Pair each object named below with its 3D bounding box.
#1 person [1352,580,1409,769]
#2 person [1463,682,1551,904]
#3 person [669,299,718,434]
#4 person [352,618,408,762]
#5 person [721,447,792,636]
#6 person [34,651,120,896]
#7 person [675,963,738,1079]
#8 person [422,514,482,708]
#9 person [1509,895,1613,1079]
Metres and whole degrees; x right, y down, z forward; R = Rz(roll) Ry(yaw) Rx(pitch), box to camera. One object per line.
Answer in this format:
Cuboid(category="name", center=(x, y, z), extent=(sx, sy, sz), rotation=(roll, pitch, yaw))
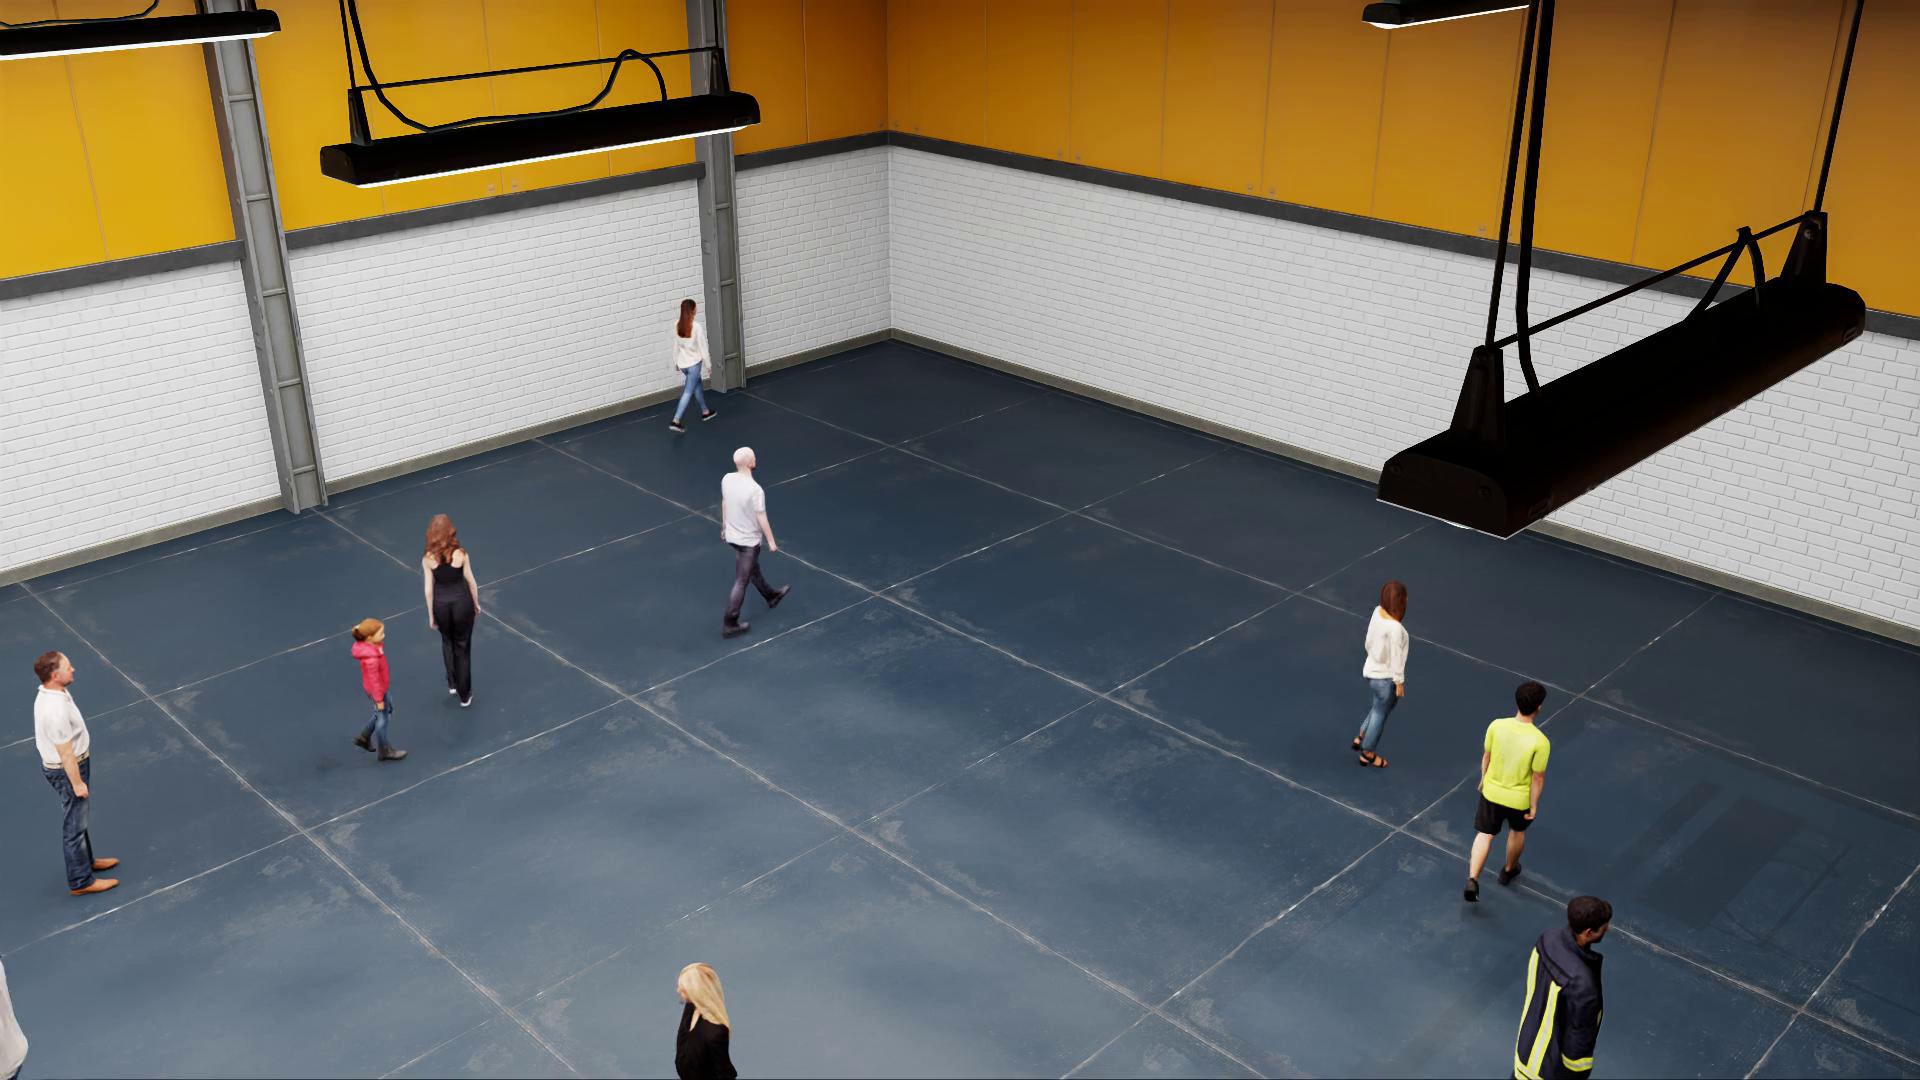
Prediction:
Cuboid(category="person", center=(3.318, 1.088, 13.374), extent=(0.799, 1.669, 0.751), rotation=(-2, 24, -5))
Cuboid(category="person", center=(3.837, 1.802, 11.718), extent=(0.755, 1.686, 1.075), rotation=(15, 28, 30))
Cuboid(category="person", center=(-3.411, -2.131, 20.770), extent=(0.779, 1.644, 1.204), rotation=(16, 28, 32))
Cuboid(category="person", center=(-4.802, 1.231, 13.501), extent=(0.728, 1.305, 0.648), rotation=(-9, 25, -19))
Cuboid(category="person", center=(-2.098, 0.039, 15.623), extent=(1.157, 1.789, 0.723), rotation=(-21, 31, -39))
Cuboid(category="person", center=(-6.386, 1.647, 11.871), extent=(0.695, 1.848, 0.728), rotation=(-10, 26, -22))
Cuboid(category="person", center=(-1.311, 2.982, 8.825), extent=(0.637, 1.842, 0.669), rotation=(-12, 26, -26))
Cuboid(category="person", center=(-4.370, 0.644, 14.313), extent=(0.762, 1.730, 0.812), rotation=(-3, 24, -7))
Cuboid(category="person", center=(3.289, 2.769, 9.212), extent=(0.923, 1.923, 0.880), rotation=(-1, 24, -3))
